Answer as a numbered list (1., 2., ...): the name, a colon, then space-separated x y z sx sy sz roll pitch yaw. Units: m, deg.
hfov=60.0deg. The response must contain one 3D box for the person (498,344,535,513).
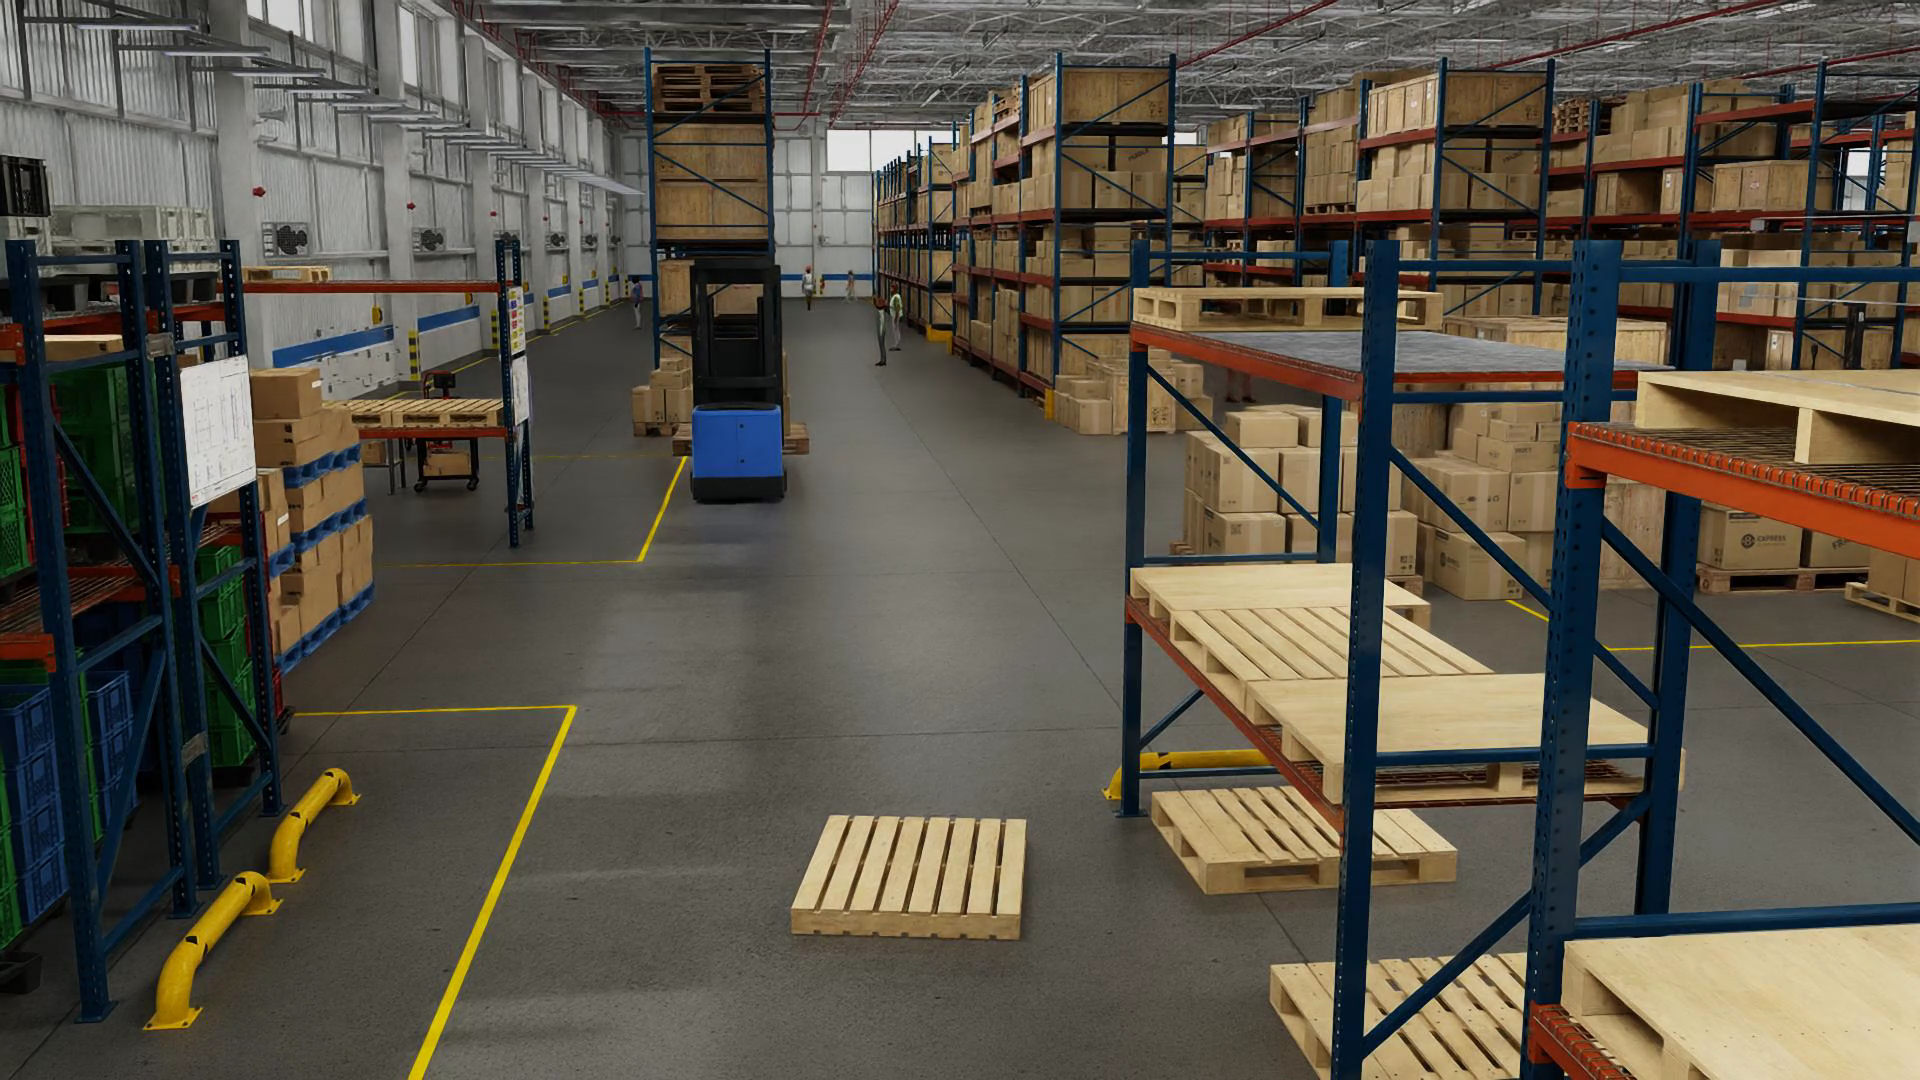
1. person: -4.953 -1.272 18.595 0.356 1.937 0.638 -1 10 -6

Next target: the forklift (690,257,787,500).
1. forklift: -2.660 -1.971 19.856 1.129 2.768 1.873 -1 10 -6

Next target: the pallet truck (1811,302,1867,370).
1. pallet truck: 15.846 -3.142 28.793 1.885 1.965 0.823 2 10 12

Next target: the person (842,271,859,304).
1. person: -5.167 -11.979 78.879 0.860 1.595 0.518 1 10 6

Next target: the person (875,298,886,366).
1. person: -1.924 -5.022 40.214 0.266 1.632 0.509 -1 10 -6

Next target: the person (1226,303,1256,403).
1. person: 5.270 -3.480 31.001 0.680 1.881 0.708 -6 12 -32

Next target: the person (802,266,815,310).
1. person: -6.559 -10.909 72.075 0.548 1.915 0.831 -3 11 -15

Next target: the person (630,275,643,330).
1. person: -10.967 -8.044 56.384 0.429 1.842 0.637 -1 10 -6

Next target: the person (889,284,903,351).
1. person: -1.765 -6.132 45.775 0.374 1.843 0.575 -1 10 -6
